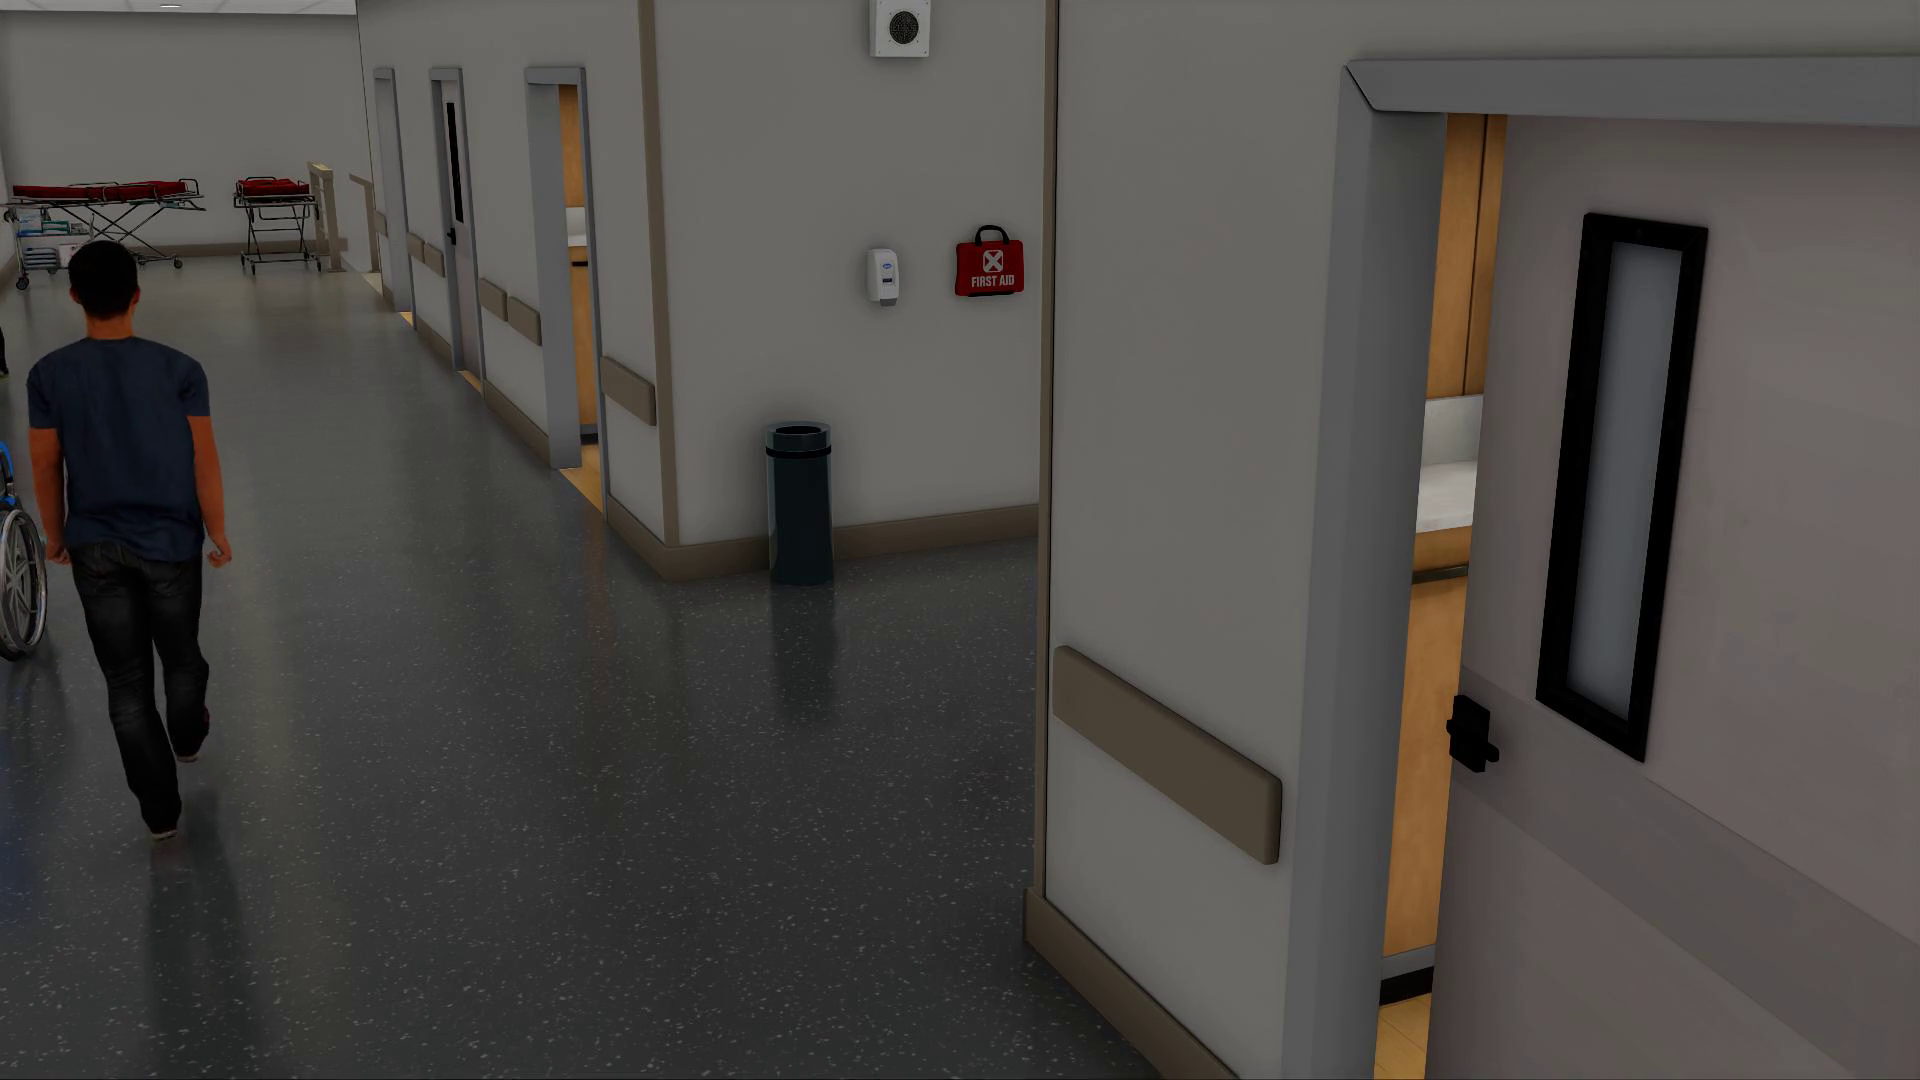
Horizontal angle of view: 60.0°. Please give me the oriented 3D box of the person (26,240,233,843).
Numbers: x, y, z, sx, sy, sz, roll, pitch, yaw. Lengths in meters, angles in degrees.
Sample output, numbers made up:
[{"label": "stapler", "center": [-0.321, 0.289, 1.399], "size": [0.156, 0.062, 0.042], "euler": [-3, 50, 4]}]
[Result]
[{"label": "person", "center": [-2.486, 0.045, 5.005], "size": [0.687, 1.766, 1.115], "euler": [-7, 17, -23]}]
